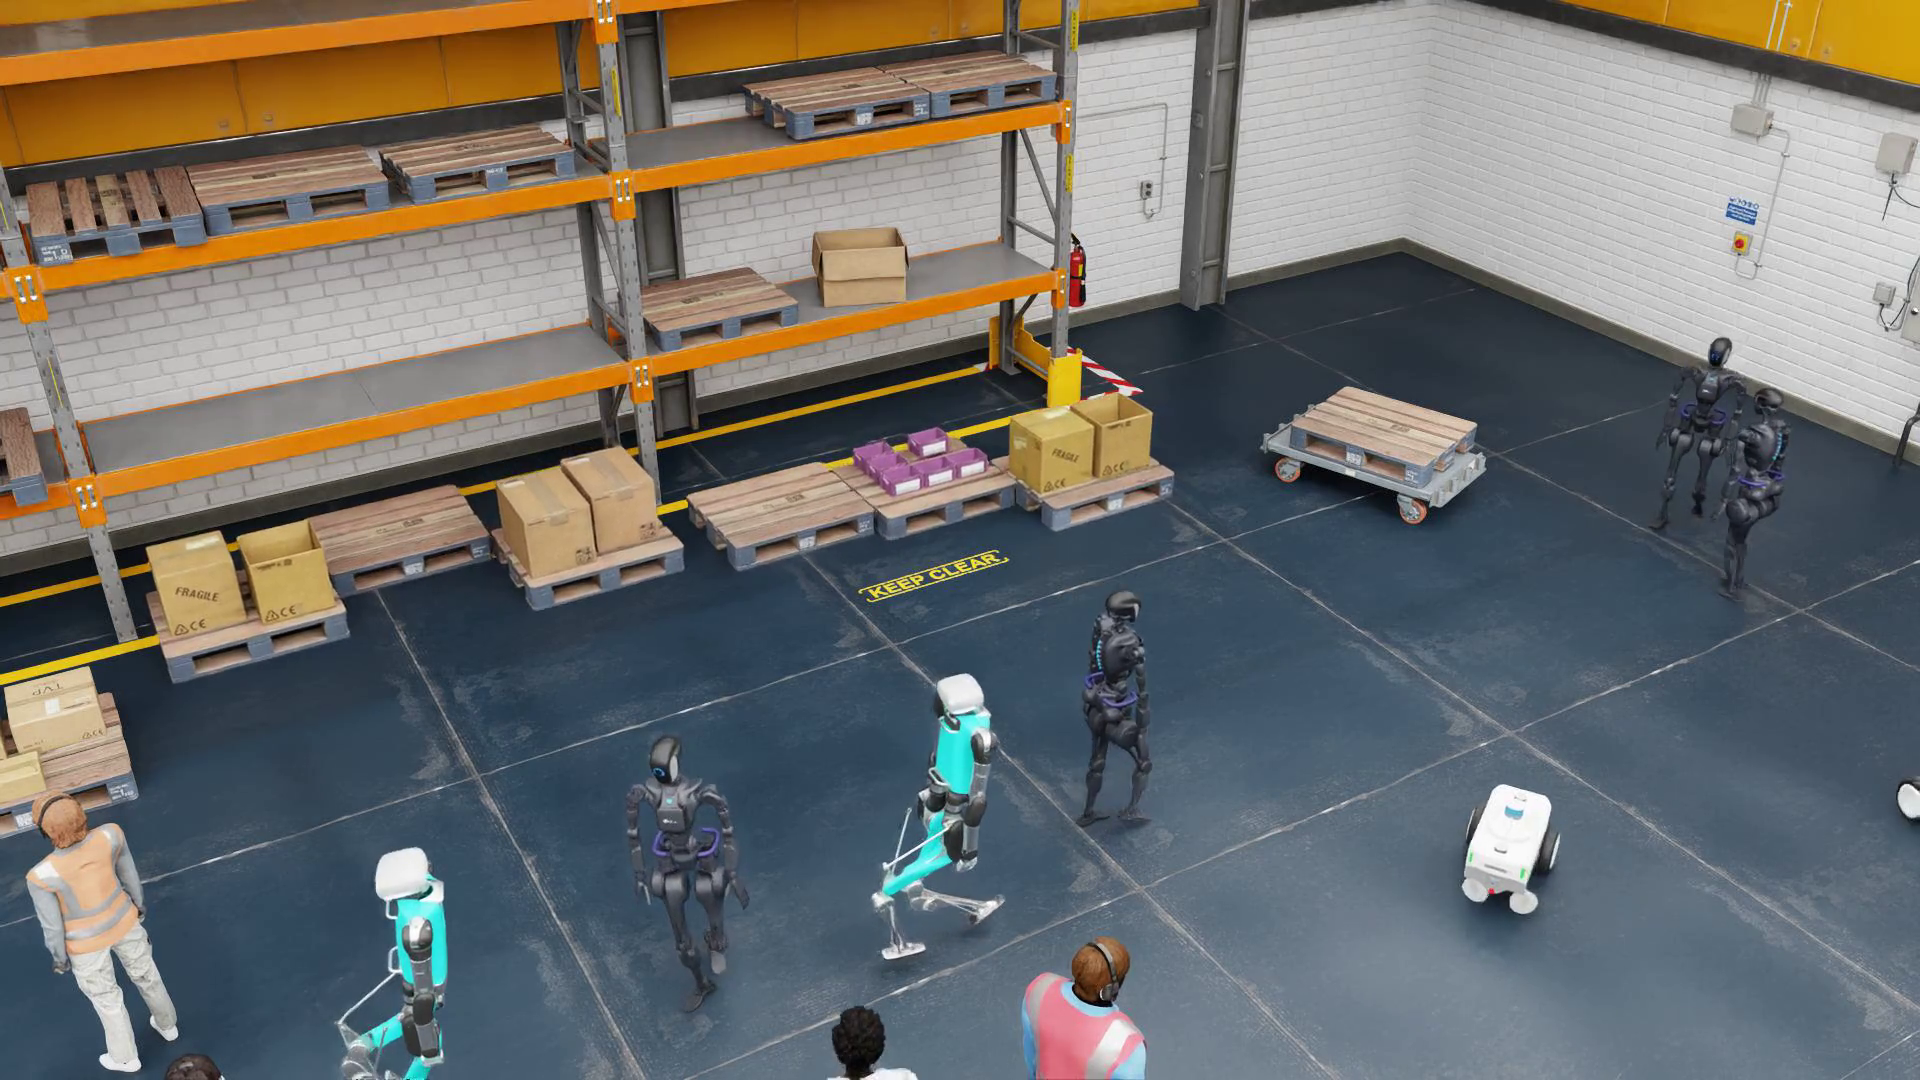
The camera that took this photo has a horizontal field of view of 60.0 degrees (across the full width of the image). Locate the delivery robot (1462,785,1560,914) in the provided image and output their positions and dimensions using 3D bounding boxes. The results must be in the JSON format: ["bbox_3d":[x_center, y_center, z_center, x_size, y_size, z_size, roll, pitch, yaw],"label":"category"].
[{"bbox_3d":[3.168,1.745,9.595,0.508,0.595,0.766,15,33,25],"label":"delivery robot"}]

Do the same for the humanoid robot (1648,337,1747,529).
[{"bbox_3d":[5.794,-0.843,13.048,0.587,1.653,0.388,17,34,28],"label":"humanoid robot"}]

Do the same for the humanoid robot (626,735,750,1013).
[{"bbox_3d":[-1.381,1.682,8.586,0.614,1.631,0.492,3,30,5],"label":"humanoid robot"}]

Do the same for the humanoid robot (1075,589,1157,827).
[{"bbox_3d":[0.928,0.983,9.805,0.458,1.651,0.589,-16,33,-26],"label":"humanoid robot"}]

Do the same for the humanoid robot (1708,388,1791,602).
[{"bbox_3d":[5.766,-0.326,12.126,0.598,1.653,0.314,-15,33,-24],"label":"humanoid robot"}]

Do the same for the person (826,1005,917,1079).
[{"bbox_3d":[-0.408,2.647,6.879,0.530,1.659,0.871,-11,31,-18],"label":"person"}]

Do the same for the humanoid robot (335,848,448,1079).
[{"bbox_3d":[-2.620,2.205,7.602,0.770,1.813,0.538,-7,30,-13],"label":"humanoid robot"}]

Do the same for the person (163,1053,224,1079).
[{"bbox_3d":[-2.806,2.745,6.478,0.548,1.877,0.406,-14,32,-23],"label":"person"}]

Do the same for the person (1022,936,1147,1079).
[{"bbox_3d":[0.554,2.421,7.090,0.429,1.841,0.632,-26,39,-38],"label":"person"}]

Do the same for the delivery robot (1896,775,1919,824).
[{"bbox_3d":[6.055,1.569,9.896,0.499,0.584,0.783,-5,30,-9],"label":"delivery robot"}]

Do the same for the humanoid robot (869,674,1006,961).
[{"bbox_3d":[-0.199,1.547,8.764,1.025,1.735,0.538,-14,32,-23],"label":"humanoid robot"}]

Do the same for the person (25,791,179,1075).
[{"bbox_3d":[-4.222,1.926,8.169,0.310,1.638,0.520,15,33,25],"label":"person"}]
